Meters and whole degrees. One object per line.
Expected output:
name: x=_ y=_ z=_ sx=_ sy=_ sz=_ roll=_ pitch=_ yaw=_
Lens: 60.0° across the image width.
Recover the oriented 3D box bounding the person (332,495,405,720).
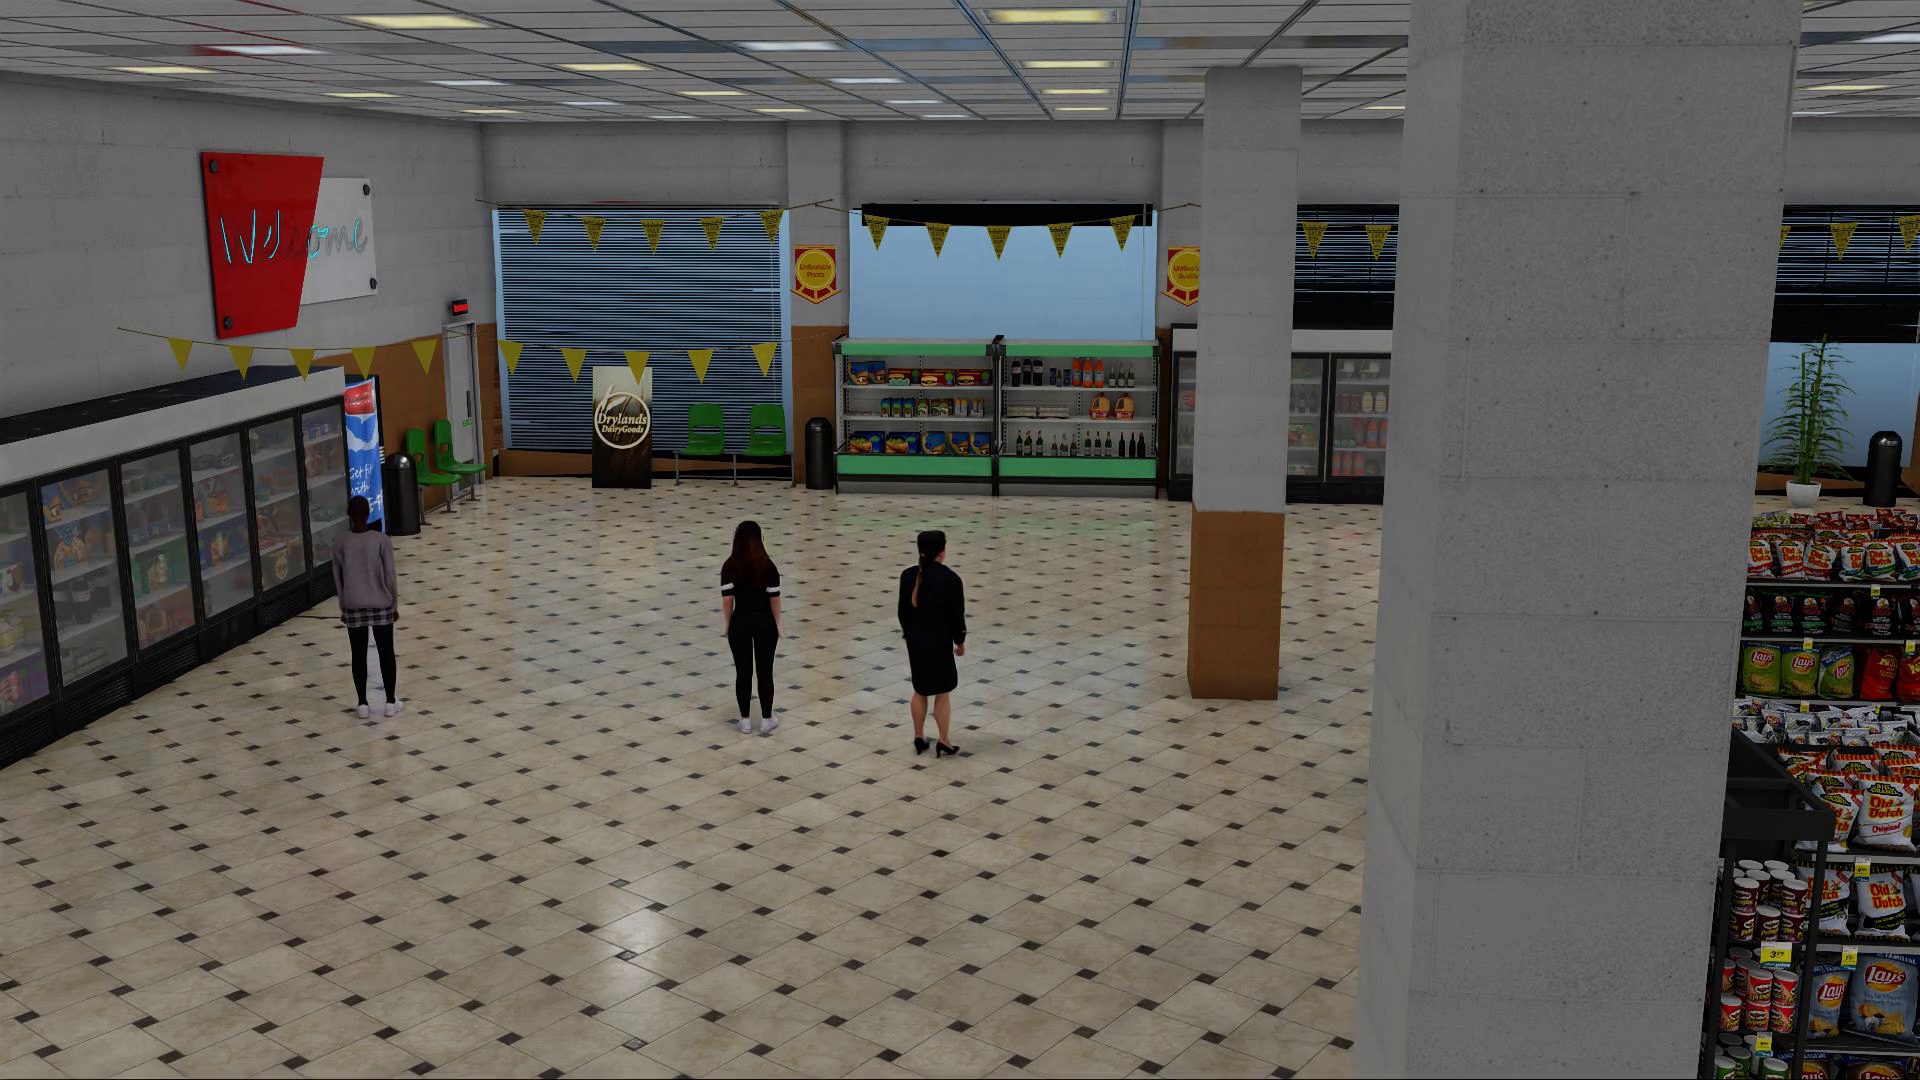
person: x=-4.638 y=0.518 z=13.025 sx=0.568 sy=1.771 sz=0.733 roll=-2 pitch=12 yaw=-11

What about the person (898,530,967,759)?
person: x=-0.211 y=0.759 z=12.124 sx=0.715 sy=1.671 sz=0.844 roll=6 pitch=14 yaw=28

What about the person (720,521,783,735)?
person: x=-1.585 y=0.659 z=12.675 sx=0.536 sy=1.639 sz=0.679 roll=0 pitch=12 yaw=0
